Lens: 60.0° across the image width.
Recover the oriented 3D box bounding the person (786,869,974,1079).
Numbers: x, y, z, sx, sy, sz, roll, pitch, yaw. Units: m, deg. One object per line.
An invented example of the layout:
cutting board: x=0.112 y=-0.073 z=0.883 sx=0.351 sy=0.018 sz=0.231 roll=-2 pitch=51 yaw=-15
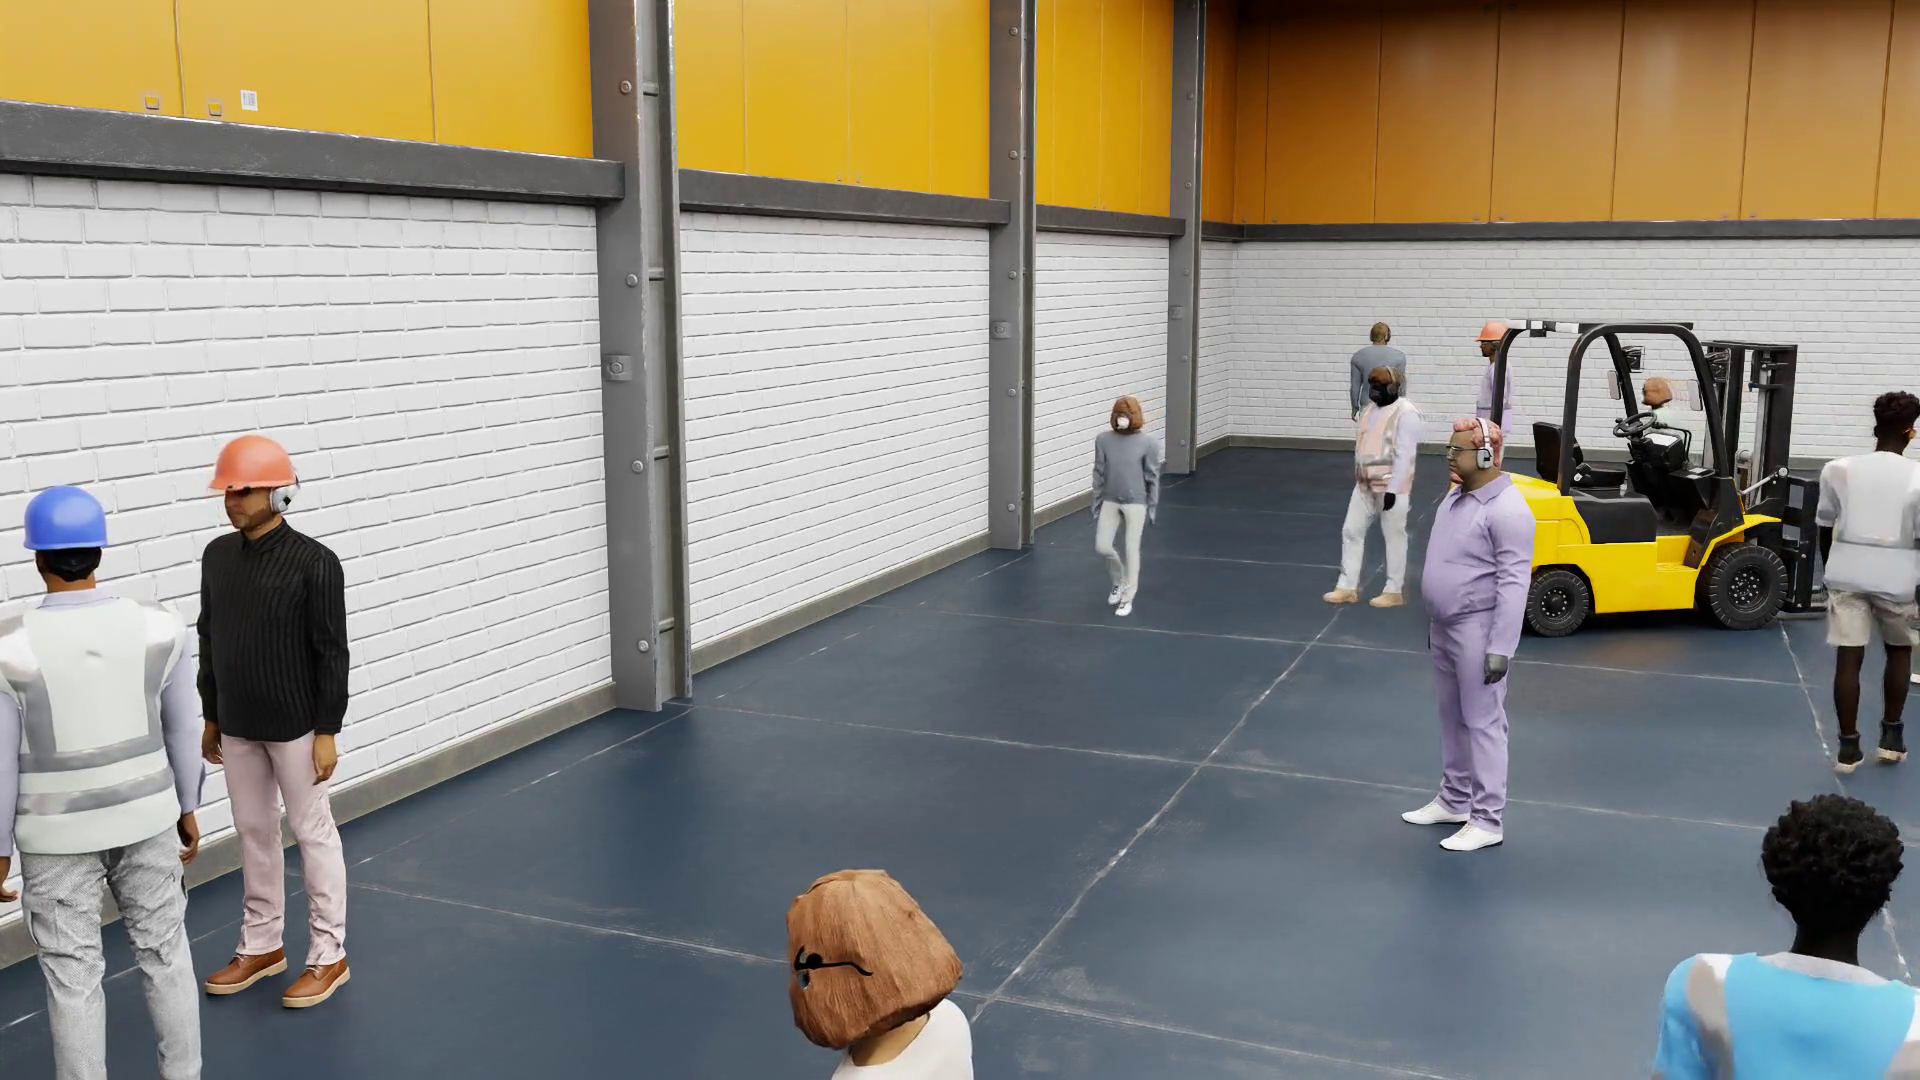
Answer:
person: x=-0.130 y=1.317 z=2.694 sx=0.282 sy=1.633 sz=0.498 roll=4 pitch=10 yaw=21

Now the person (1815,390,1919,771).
person: x=4.703 y=0.203 z=8.534 sx=0.609 sy=1.937 sz=0.678 roll=7 pitch=12 yaw=37

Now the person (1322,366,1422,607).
person: x=3.065 y=-0.381 z=12.424 sx=0.692 sy=1.821 sz=0.635 roll=-5 pitch=10 yaw=-26

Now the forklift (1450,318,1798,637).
forklift: x=4.706 y=-0.497 z=11.990 sx=2.313 sy=2.155 sz=1.214 roll=-2 pitch=10 yaw=-10

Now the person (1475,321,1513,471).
person: x=5.010 y=-1.035 z=15.706 sx=0.374 sy=2.043 sz=0.611 roll=3 pitch=10 yaw=18

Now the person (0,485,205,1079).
person: x=-2.500 y=0.812 z=4.799 sx=0.607 sy=1.947 sz=0.406 roll=-9 pitch=13 yaw=-43

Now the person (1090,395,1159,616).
person: x=1.206 y=-0.256 z=12.226 sx=0.518 sy=1.621 sz=0.361 roll=5 pitch=10 yaw=26

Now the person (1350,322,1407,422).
person: x=4.718 y=-1.487 z=18.785 sx=0.627 sy=1.933 sz=0.372 roll=4 pitch=10 yaw=24

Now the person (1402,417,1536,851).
person: x=2.242 y=0.409 z=7.369 sx=0.409 sy=1.906 sz=0.651 roll=-2 pitch=10 yaw=-10

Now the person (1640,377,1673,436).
person: x=6.152 y=-0.630 z=14.593 sx=0.795 sy=1.603 sz=0.513 roll=3 pitch=10 yaw=18

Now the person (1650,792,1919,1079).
person: x=1.535 y=1.261 z=2.970 sx=0.551 sy=1.653 sz=0.873 roll=8 pitch=12 yaw=41

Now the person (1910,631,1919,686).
person: x=6.018 y=-0.033 z=9.987 sx=0.381 sy=1.924 sz=0.593 roll=-2 pitch=10 yaw=-11

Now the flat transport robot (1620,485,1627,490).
flat transport robot: x=7.277 y=-0.449 z=17.513 sx=1.431 sy=0.197 sz=0.652 roll=0 pitch=9 yaw=0

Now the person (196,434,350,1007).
person: x=-2.402 y=0.623 z=5.799 sx=0.612 sy=1.997 sz=0.376 roll=3 pitch=10 yaw=20
